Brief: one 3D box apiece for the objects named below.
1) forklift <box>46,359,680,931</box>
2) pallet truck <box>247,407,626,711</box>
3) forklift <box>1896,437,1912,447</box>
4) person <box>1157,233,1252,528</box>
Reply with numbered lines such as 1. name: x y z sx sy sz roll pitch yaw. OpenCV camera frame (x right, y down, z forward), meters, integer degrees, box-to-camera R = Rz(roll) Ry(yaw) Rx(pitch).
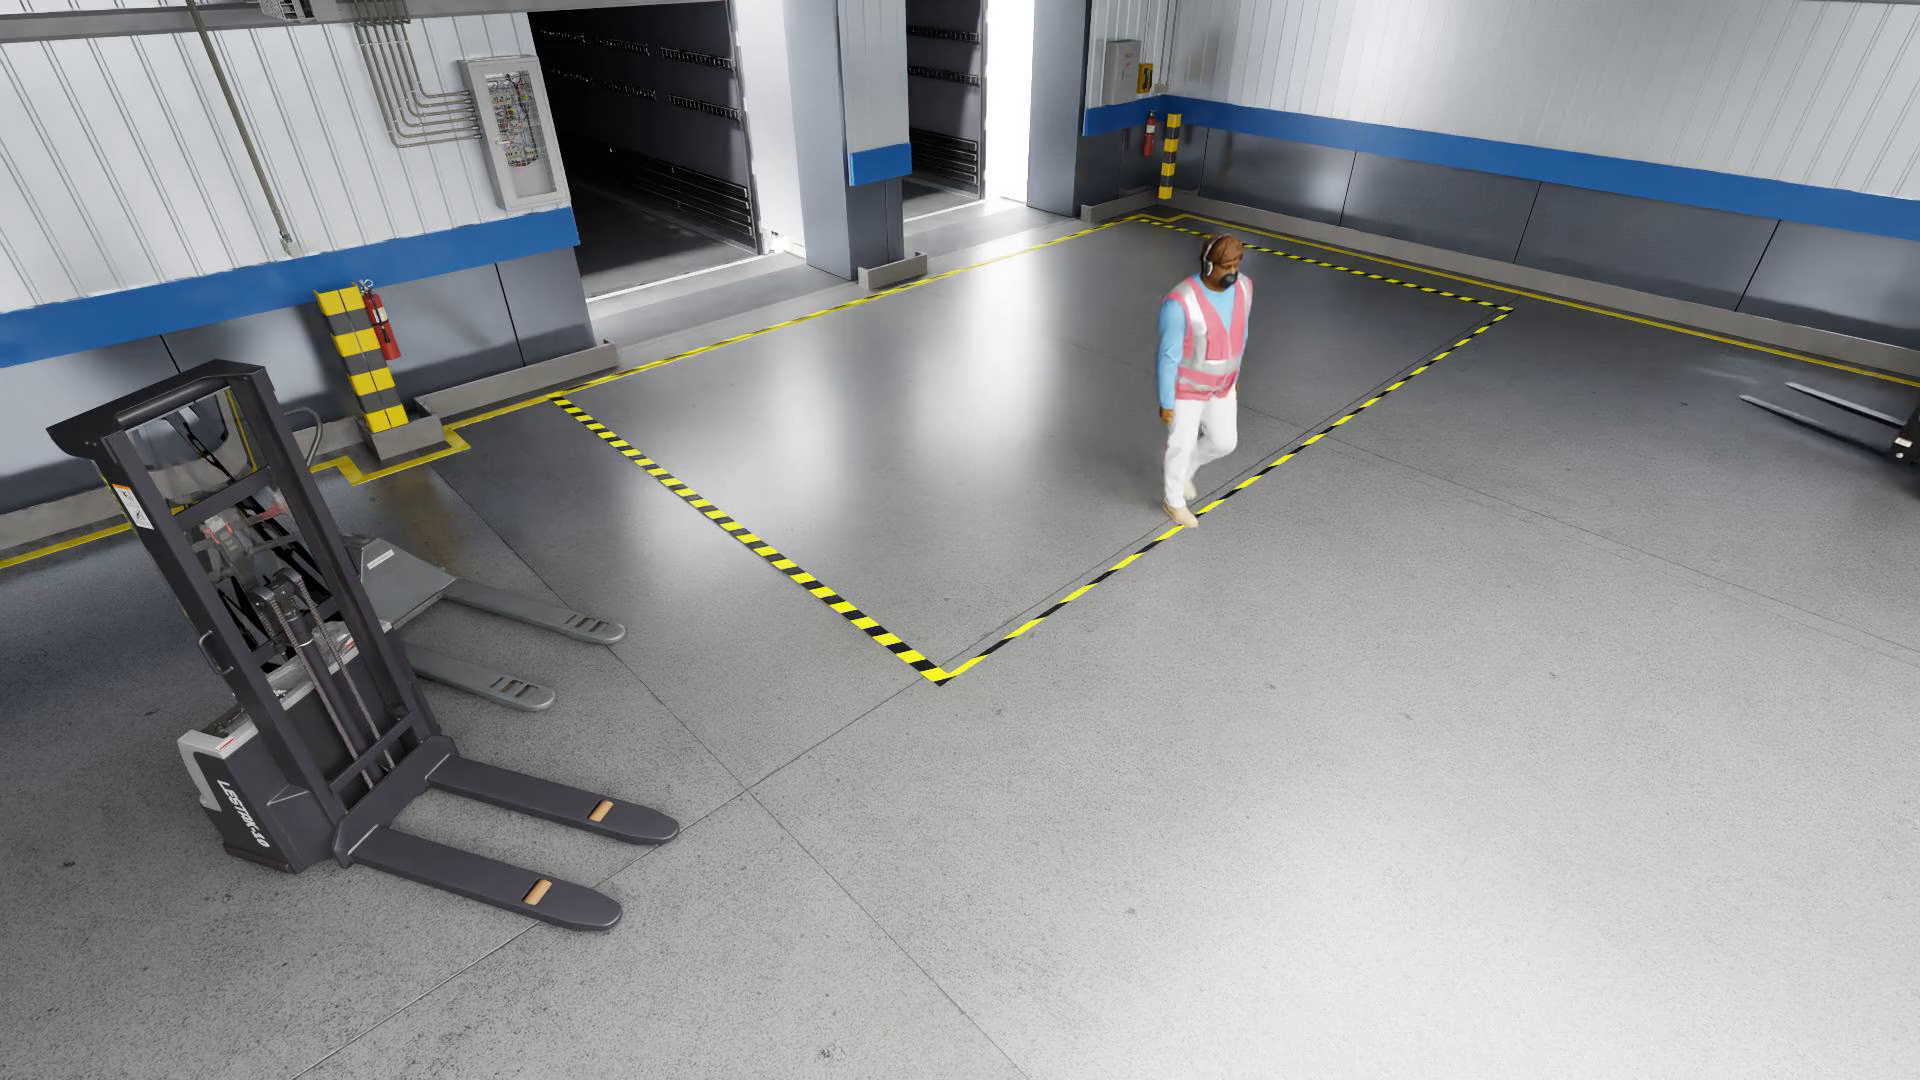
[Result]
1. forklift: -2.135 0.422 3.354 1.885 1.965 0.823 10 35 14
2. pallet truck: -2.628 0.038 4.590 1.601 1.201 0.680 12 36 18
3. forklift: 7.319 -0.804 4.840 1.157 2.036 2.680 -14 37 -20
4. person: 1.405 -0.926 5.482 0.652 1.828 0.491 -17 38 -23
